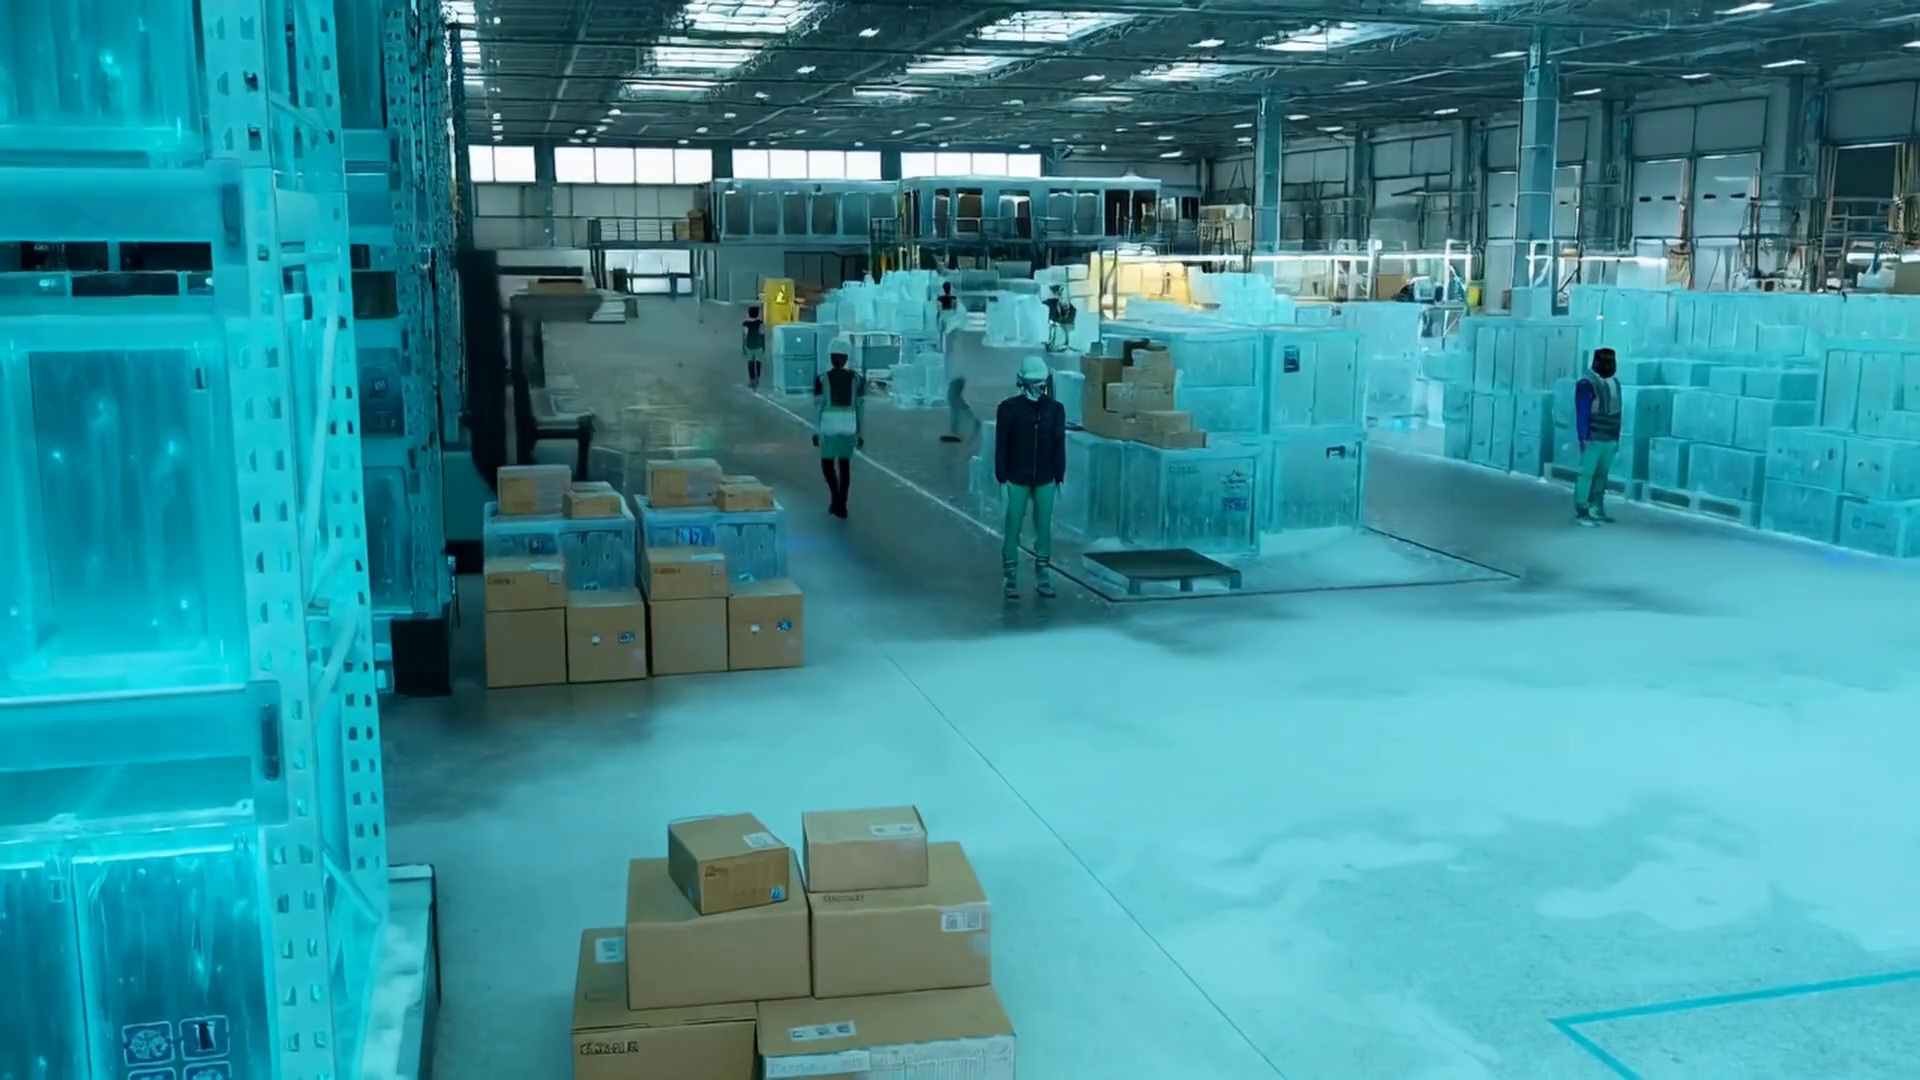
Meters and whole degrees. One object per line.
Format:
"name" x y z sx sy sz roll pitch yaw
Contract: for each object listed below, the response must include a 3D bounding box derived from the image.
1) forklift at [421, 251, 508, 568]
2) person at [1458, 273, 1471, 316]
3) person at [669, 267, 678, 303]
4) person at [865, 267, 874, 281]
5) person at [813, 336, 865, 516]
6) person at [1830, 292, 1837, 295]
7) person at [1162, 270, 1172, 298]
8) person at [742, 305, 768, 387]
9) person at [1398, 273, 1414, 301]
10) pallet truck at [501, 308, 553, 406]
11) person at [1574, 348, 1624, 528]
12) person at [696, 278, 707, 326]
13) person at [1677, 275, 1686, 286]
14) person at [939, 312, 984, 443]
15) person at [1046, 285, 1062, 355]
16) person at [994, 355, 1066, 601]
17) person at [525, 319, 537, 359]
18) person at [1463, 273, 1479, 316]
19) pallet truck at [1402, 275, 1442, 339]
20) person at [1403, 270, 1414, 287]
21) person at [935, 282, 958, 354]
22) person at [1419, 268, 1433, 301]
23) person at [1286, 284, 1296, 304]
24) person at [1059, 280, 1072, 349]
"forklift" -4.258 -1.186 14.891 1.873 2.768 1.129 -3 10 -15
"person" 20.167 -9.737 66.280 0.518 1.832 0.648 6 12 31
"person" -14.703 -13.077 85.284 0.517 1.810 0.933 -3 11 -18
"person" -3.885 -10.613 70.773 0.381 1.994 0.622 -7 12 -35
"person" -1.279 -1.189 17.621 0.561 1.918 0.460 -3 10 -15
"person" 17.991 -4.139 34.323 0.643 1.917 0.632 -4 11 -23
"person" 8.762 -10.485 70.416 0.979 1.877 0.595 -2 10 -12
"person" -4.184 -3.939 33.871 0.542 1.685 0.466 1 10 3
"person" 14.511 -7.664 53.946 0.626 2.000 0.679 5 11 25
"pallet truck" -6.242 -2.418 24.362 0.823 1.965 1.885 1 10 3
"person" 6.560 -1.049 17.058 0.627 1.843 0.429 -7 12 -34
"person" -9.300 -8.548 59.832 0.430 1.726 0.514 1 10 7
"person" 25.293 -8.349 58.347 0.330 1.860 0.518 1 10 8
"person" 0.032 -2.366 24.289 0.599 1.922 0.638 3 10 15
"person" 2.507 -5.832 44.103 0.332 1.859 0.531 -8 13 -39
"person" 0.576 -0.501 13.517 0.608 1.995 0.377 -3 11 -18
"person" -10.582 -5.141 40.909 0.528 1.600 0.844 -2 10 -10
"person" 18.322 -8.603 59.630 0.581 1.919 0.401 -2 10 -11
"pallet truck" 14.620 -7.324 52.145 0.823 1.965 1.885 8 13 40
"person" 20.518 -11.465 76.108 0.564 1.815 0.665 -6 12 -32
"person" -0.347 -5.818 43.743 0.626 1.948 0.487 -1 10 -6
"person" 21.360 -11.518 76.199 0.594 1.902 0.874 0 10 0
"person" 9.121 -6.187 46.189 0.974 1.829 0.596 -8 13 -37
"person" 2.973 -6.341 46.891 0.488 1.909 0.605 4 11 22
